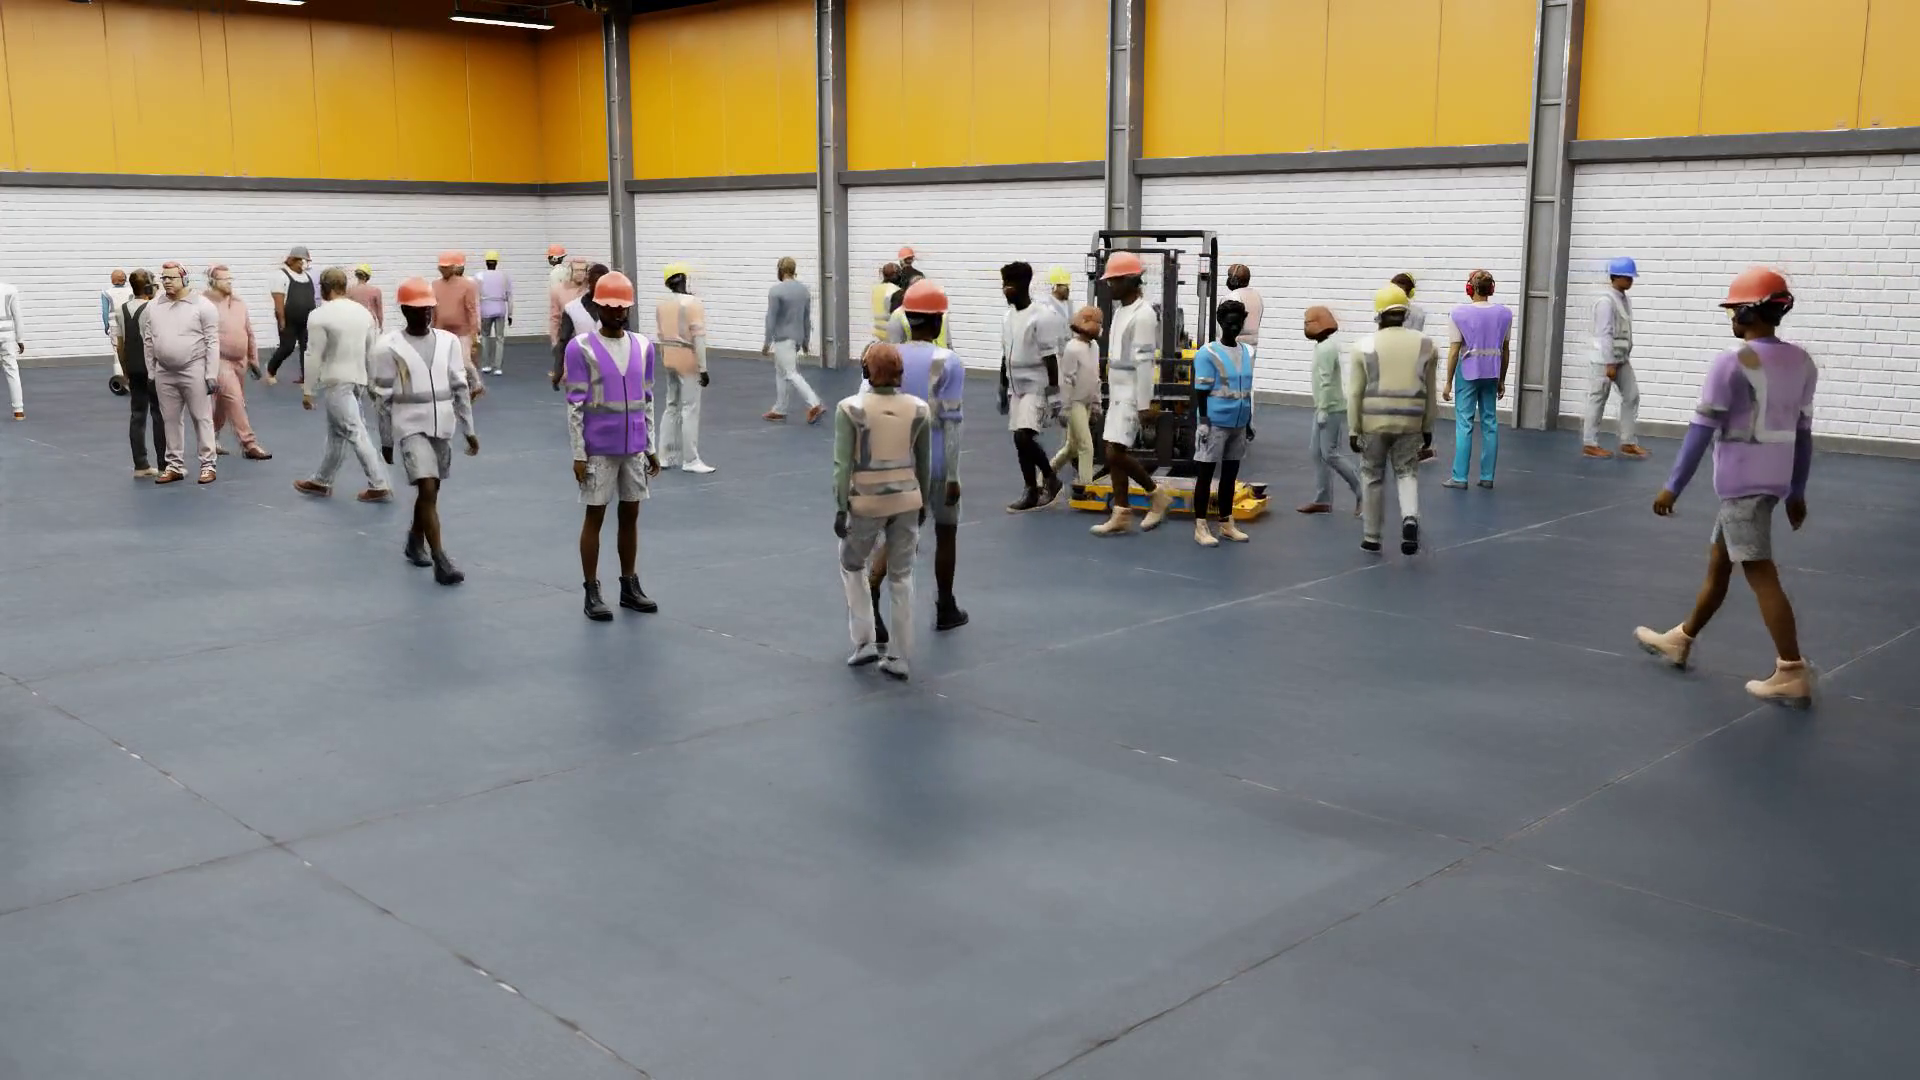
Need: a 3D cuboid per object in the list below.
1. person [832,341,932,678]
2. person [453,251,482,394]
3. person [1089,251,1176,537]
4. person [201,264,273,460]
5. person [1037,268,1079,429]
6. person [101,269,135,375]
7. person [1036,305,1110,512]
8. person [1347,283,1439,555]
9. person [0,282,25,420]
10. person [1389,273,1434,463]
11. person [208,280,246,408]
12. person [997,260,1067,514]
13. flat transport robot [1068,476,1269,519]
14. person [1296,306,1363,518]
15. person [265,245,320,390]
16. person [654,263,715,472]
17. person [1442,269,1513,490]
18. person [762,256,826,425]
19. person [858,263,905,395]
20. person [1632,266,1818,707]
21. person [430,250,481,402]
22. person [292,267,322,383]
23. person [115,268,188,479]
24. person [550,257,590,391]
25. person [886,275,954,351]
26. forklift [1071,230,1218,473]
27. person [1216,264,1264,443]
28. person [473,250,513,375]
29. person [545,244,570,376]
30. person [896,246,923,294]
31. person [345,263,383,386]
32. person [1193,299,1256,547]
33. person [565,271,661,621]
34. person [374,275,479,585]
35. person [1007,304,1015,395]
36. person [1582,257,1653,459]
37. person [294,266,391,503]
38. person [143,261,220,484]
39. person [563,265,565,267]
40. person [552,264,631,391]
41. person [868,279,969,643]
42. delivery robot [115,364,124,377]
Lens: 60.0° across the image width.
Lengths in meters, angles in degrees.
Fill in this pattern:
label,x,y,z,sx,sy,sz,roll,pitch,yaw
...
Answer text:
label,x,y,z,sx,sy,sz,roll,pitch,yaw
person,-0.377,-0.148,8.065,0.546,1.619,0.460,-5,11,-24
person,-6.651,-2.890,22.233,0.580,1.914,0.680,-7,12,-33
person,1.196,-1.009,11.681,0.522,2.015,0.643,-2,11,-13
person,-7.041,-1.710,15.983,0.980,1.860,0.659,4,11,21
person,1.118,-2.061,18.112,0.964,1.769,0.590,7,13,34
person,-12.080,-3.075,24.001,0.514,1.640,0.315,-5,12,-27
person,0.883,-1.014,12.997,0.782,1.629,0.545,6,12,30
person,2.839,-0.768,10.929,0.602,1.819,0.604,0,10,1
person,-11.074,-2.297,19.096,0.579,1.882,0.342,-8,13,-37
person,4.052,-1.556,15.318,0.959,1.802,0.564,-8,13,-37
person,-9.089,-2.468,20.460,0.527,1.717,0.734,-5,12,-26
person,0.511,-1.144,12.650,0.440,1.940,0.672,-7,12,-32
flat transport robot,1.613,-0.348,12.871,1.431,0.197,0.652,4,11,22
person,2.873,-0.972,12.634,0.563,1.603,0.520,1,10,8
person,-9.236,-3.090,22.992,0.810,2.000,0.699,6,12,31
person,-2.513,-1.543,15.019,0.691,1.880,0.376,10,14,44
person,4.336,-1.335,13.955,0.565,1.846,0.390,-2,11,-12
person,-1.883,-2.258,18.834,0.943,1.908,0.630,6,12,30
person,-0.897,-2.546,20.704,0.944,1.801,0.639,-7,13,-34
person,3.636,-0.272,7.775,0.632,1.988,1.043,-6,12,-30
person,-6.202,-2.586,20.474,0.626,1.964,0.789,0,10,1
person,-9.512,-3.223,24.111,0.401,1.901,0.640,4,11,19
person,-7.096,-1.441,14.542,0.516,1.842,0.325,2,11,13
person,-4.297,-2.254,18.831,0.668,1.890,0.564,-2,11,-9
person,-0.375,-1.389,14.401,0.636,1.801,0.851,-10,14,-44
forklift,1.804,-1.825,15.677,1.214,2.155,2.313,2,11,13
person,2.816,-1.890,16.987,0.429,1.846,0.625,9,14,41
person,-7.194,-3.494,25.585,0.609,1.890,0.855,-5,11,-25
person,-6.108,-3.500,25.349,0.375,1.997,0.612,1,10,4
person,-0.764,-3.307,24.342,0.620,1.978,0.461,-9,14,-42
person,-8.460,-3.047,23.597,0.531,1.738,0.461,-2,11,-13
person,1.828,-0.808,11.481,0.534,1.698,0.322,-7,12,-34
person,-1.919,-0.527,9.306,0.547,1.934,0.376,-9,14,-40
person,-3.355,-0.706,10.420,0.555,1.895,0.993,-10,14,-43
person,0.805,-2.706,21.728,0.365,1.739,0.505,-1,10,-7
person,6.280,-1.700,15.728,0.765,1.921,0.657,10,14,42
person,-4.999,-1.242,13.354,1.009,1.885,0.647,4,11,20
person,-6.706,-1.433,14.325,0.643,1.909,0.410,0,10,1
person,-6.669,-3.817,28.070,0.278,1.633,0.499,10,14,43
person,-3.314,-1.538,15.019,0.721,1.876,0.813,-1,10,-3
person,-0.245,-0.408,8.743,0.550,1.913,0.866,6,12,31
delivery robot,-10.922,-2.257,22.249,0.707,0.478,0.477,3,11,15
